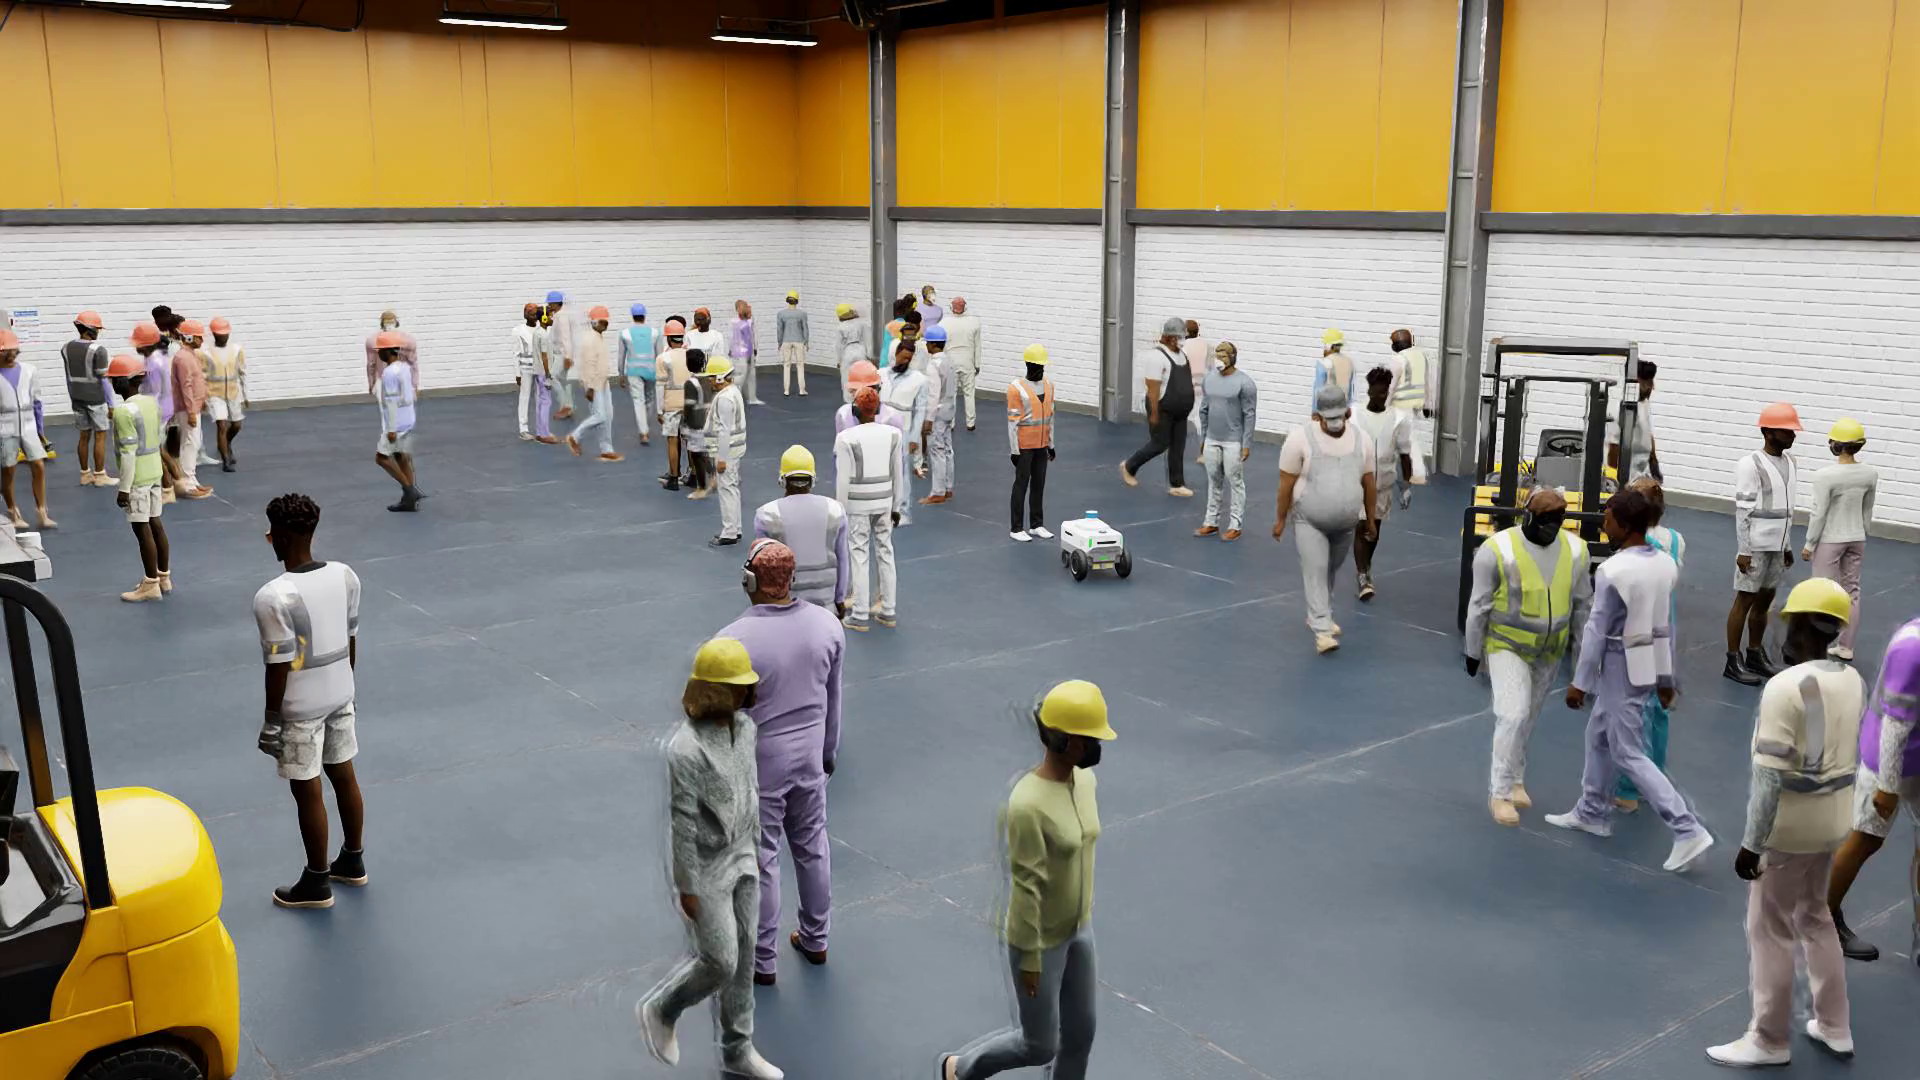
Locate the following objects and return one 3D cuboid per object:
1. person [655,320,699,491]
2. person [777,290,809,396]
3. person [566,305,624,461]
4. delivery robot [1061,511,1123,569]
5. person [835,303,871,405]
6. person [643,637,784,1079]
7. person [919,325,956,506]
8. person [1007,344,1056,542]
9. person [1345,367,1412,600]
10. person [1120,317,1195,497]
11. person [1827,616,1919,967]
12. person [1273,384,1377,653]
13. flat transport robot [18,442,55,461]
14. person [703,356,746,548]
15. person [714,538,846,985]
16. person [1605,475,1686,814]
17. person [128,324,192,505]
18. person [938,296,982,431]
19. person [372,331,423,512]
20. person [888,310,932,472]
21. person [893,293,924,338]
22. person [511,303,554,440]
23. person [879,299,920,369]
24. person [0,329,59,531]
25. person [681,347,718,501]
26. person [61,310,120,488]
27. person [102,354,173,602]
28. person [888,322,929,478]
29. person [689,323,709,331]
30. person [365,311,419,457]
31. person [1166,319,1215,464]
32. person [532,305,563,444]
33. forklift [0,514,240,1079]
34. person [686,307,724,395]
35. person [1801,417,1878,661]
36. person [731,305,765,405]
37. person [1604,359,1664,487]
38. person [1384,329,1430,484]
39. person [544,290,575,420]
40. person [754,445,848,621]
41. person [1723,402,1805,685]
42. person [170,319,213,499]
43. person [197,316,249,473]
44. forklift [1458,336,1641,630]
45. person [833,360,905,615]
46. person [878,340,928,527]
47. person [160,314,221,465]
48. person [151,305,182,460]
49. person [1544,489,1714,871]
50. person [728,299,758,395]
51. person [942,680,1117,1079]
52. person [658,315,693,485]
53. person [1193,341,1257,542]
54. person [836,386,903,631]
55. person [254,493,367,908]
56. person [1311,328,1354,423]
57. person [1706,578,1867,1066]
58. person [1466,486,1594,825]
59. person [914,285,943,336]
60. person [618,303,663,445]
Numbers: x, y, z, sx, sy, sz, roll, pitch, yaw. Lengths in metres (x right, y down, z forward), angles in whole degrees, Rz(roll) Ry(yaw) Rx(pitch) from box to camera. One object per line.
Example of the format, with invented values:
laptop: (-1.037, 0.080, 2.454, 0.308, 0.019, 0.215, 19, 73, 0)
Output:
person: (-3.206, -1.523, 18.877, 0.547, 1.931, 0.381, -8, 14, -34)
person: (-2.786, -3.288, 27.783, 0.533, 1.767, 0.326, 1, 12, 3)
person: (-4.581, -1.949, 20.796, 0.596, 1.974, 0.620, 2, 12, 11)
delivery robot: (1.160, -0.015, 14.688, 0.477, 0.478, 0.707, -4, 12, -17)
person: (-1.596, -2.772, 25.459, 0.642, 1.699, 0.331, -5, 13, -22)
person: (-0.914, 1.194, 6.201, 0.460, 1.730, 0.500, 6, 13, 27)
person: (-0.241, -1.342, 17.941, 0.389, 1.946, 0.614, 4, 12, 19)
person: (0.707, -0.941, 16.090, 0.581, 1.919, 0.393, -11, 16, -43)
person: (3.451, -0.475, 13.844, 0.619, 1.906, 0.979, 0, 12, -1)
person: (2.229, -1.502, 18.490, 0.794, 2.000, 0.695, 9, 15, 38)
person: (4.083, 0.948, 7.046, 0.569, 1.884, 0.809, -9, 15, -37)
person: (2.736, -0.212, 12.258, 0.751, 2.000, 1.027, -2, 12, -11)
flat transport robot: (-12.184, -1.193, 21.291, 1.431, 0.197, 0.652, 11, 16, 43)
person: (-2.237, -0.842, 15.851, 0.403, 1.817, 0.605, 0, 12, -1)
person: (-0.794, 0.932, 7.060, 0.643, 1.909, 0.410, -10, 15, -40)
person: (3.663, 0.566, 8.989, 0.505, 1.842, 0.348, -8, 14, -34)
person: (-8.612, -1.344, 17.890, 0.429, 1.976, 0.755, -5, 13, -21)
person: (-0.017, -2.496, 23.620, 0.639, 1.908, 0.409, -1, 12, -7)
person: (-5.930, -1.226, 17.443, 0.402, 1.920, 0.576, 0, 12, 0)
person: (-0.571, -1.797, 20.112, 0.600, 1.958, 0.378, 0, 12, 1)
person: (-0.759, -2.792, 25.135, 0.537, 1.869, 0.312, 4, 12, 18)
person: (-5.856, -2.311, 22.810, 0.574, 1.876, 0.355, -11, 16, -42)
person: (-0.845, -2.404, 23.190, 0.718, 1.894, 0.456, -10, 15, -41)
person: (-9.300, -1.066, 16.424, 0.839, 2.013, 0.645, 9, 15, 38)
person: (-2.863, -1.259, 18.162, 0.368, 1.684, 0.548, 4, 12, 20)
person: (-9.925, -1.606, 19.039, 0.623, 2.028, 0.410, 4, 12, 18)
person: (-6.777, -0.509, 13.688, 0.376, 2.044, 0.607, -1, 12, -4)
person: (-0.602, -1.639, 19.612, 0.504, 1.858, 0.340, -2, 12, -11)
person: (-3.575, -2.212, 22.908, 0.284, 1.633, 0.498, 4, 12, 18)
person: (-7.359, -2.047, 21.603, 0.644, 1.865, 1.107, -5, 13, -23)
person: (2.902, -1.863, 20.837, 0.631, 1.806, 0.950, -4, 12, -18)
person: (-5.586, -2.225, 22.424, 0.335, 1.865, 0.501, -5, 13, -24)
forklift: (-3.687, 1.115, 5.480, 2.313, 2.155, 1.214, -9, 15, -36)
person: (-3.351, -2.111, 21.838, 0.579, 1.879, 0.352, 5, 13, 24)
person: (6.246, 0.010, 11.848, 0.523, 1.772, 0.301, -3, 12, -16)
person: (-3.501, -2.928, 26.429, 0.713, 1.613, 0.509, -3, 12, -16)
person: (5.828, -0.604, 14.384, 0.548, 1.934, 0.657, 7, 14, 31)
person: (5.179, -1.567, 19.428, 0.642, 1.790, 0.900, -10, 15, -39)
person: (-5.975, -2.734, 24.701, 0.501, 1.929, 0.649, -5, 13, -23)
person: (-0.970, 0.335, 10.119, 0.591, 1.834, 0.404, -4, 12, -20)
person: (5.518, 0.019, 11.384, 0.545, 1.942, 0.349, -7, 14, -30)
person: (-8.482, -1.450, 18.416, 0.434, 1.976, 0.613, -4, 12, -17)
person: (-8.975, -1.784, 20.218, 0.560, 1.906, 0.754, -10, 16, -41)
forklift: (4.683, -0.471, 13.136, 1.214, 2.155, 2.313, 4, 12, 20)
person: (-0.747, -0.408, 13.205, 0.614, 2.038, 0.396, 6, 13, 25)
person: (-0.666, -1.072, 16.790, 0.654, 1.886, 0.506, 6, 13, 25)
person: (-9.608, -1.824, 20.403, 0.740, 1.895, 0.603, -2, 12, -9)
person: (-9.980, -1.992, 21.055, 0.376, 1.959, 0.603, 3, 12, 13)
person: (3.421, 0.687, 8.342, 0.583, 1.887, 0.914, -11, 16, -42)
person: (-3.542, -3.100, 27.169, 0.515, 1.645, 0.309, -6, 13, -26)
person: (0.262, 1.305, 5.644, 0.578, 1.741, 0.536, 8, 14, 34)
person: (-3.263, -1.624, 19.258, 0.606, 1.967, 0.367, 10, 15, 39)
person: (2.571, -0.954, 16.090, 0.376, 1.940, 0.629, -11, 16, -42)
person: (-0.700, -0.241, 12.776, 0.583, 1.883, 0.338, -8, 14, -33)
person: (-3.053, 0.748, 7.805, 0.367, 1.966, 0.606, 4, 12, 18)
person: (4.331, -1.544, 19.252, 0.602, 1.809, 0.700, -10, 15, -39)
person: (3.209, 1.098, 6.317, 0.667, 1.893, 0.486, -9, 15, -37)
person: (3.054, 0.606, 8.875, 0.635, 1.810, 0.693, -3, 12, -12)
person: (-0.503, -3.024, 26.091, 0.629, 1.940, 0.373, -10, 15, -40)
person: (-4.305, -2.252, 22.494, 0.611, 1.892, 1.055, -4, 12, -18)
